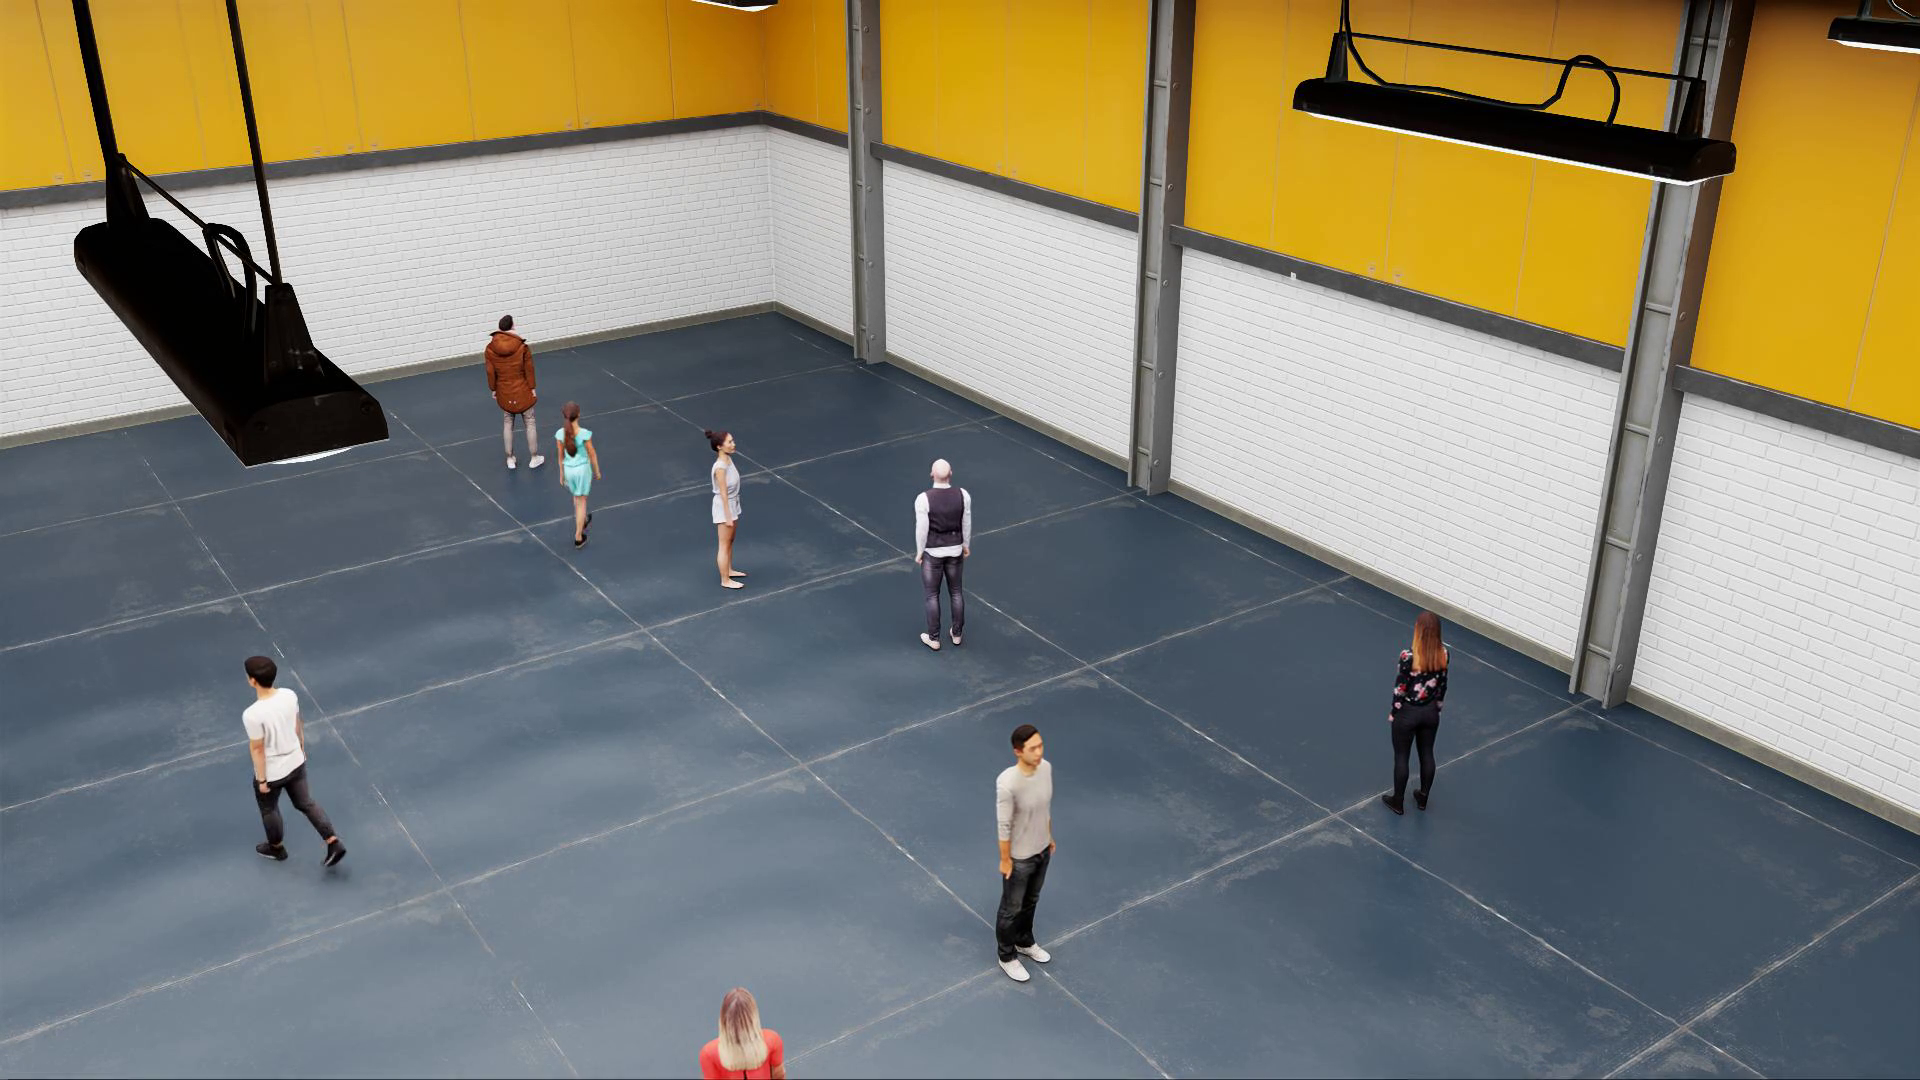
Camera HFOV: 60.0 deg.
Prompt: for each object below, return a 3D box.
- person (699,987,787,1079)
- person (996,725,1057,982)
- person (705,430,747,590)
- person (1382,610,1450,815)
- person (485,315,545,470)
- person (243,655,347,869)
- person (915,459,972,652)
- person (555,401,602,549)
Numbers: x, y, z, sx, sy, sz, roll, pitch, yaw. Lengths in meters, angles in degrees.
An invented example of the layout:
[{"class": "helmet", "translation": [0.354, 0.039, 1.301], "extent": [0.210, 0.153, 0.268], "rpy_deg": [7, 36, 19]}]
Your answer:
[{"class": "person", "translation": [-1.106, 3.039, 8.662], "extent": [0.655, 1.693, 0.633], "rpy_deg": [-7, 25, -15]}, {"class": "person", "translation": [0.410, 2.006, 10.878], "extent": [0.632, 1.812, 0.707], "rpy_deg": [19, 30, 37]}, {"class": "person", "translation": [-2.318, -0.323, 16.465], "extent": [0.723, 1.605, 0.646], "rpy_deg": [0, 24, 1]}, {"class": "person", "translation": [3.477, 1.303, 12.648], "extent": [0.646, 1.683, 0.624], "rpy_deg": [-5, 24, -12]}, {"class": "person", "translation": [-5.189, -1.726, 19.383], "extent": [0.856, 1.838, 0.896], "rpy_deg": [0, 24, -1]}, {"class": "person", "translation": [-4.816, 1.622, 11.904], "extent": [1.165, 1.695, 0.970], "rpy_deg": [11, 26, 24]}, {"class": "person", "translation": [-0.162, 0.124, 15.169], "extent": [0.743, 1.823, 0.669], "rpy_deg": [-9, 25, -20]}, {"class": "person", "translation": [-4.005, -0.662, 17.330], "extent": [0.904, 1.532, 0.955], "rpy_deg": [5, 24, 11]}]
